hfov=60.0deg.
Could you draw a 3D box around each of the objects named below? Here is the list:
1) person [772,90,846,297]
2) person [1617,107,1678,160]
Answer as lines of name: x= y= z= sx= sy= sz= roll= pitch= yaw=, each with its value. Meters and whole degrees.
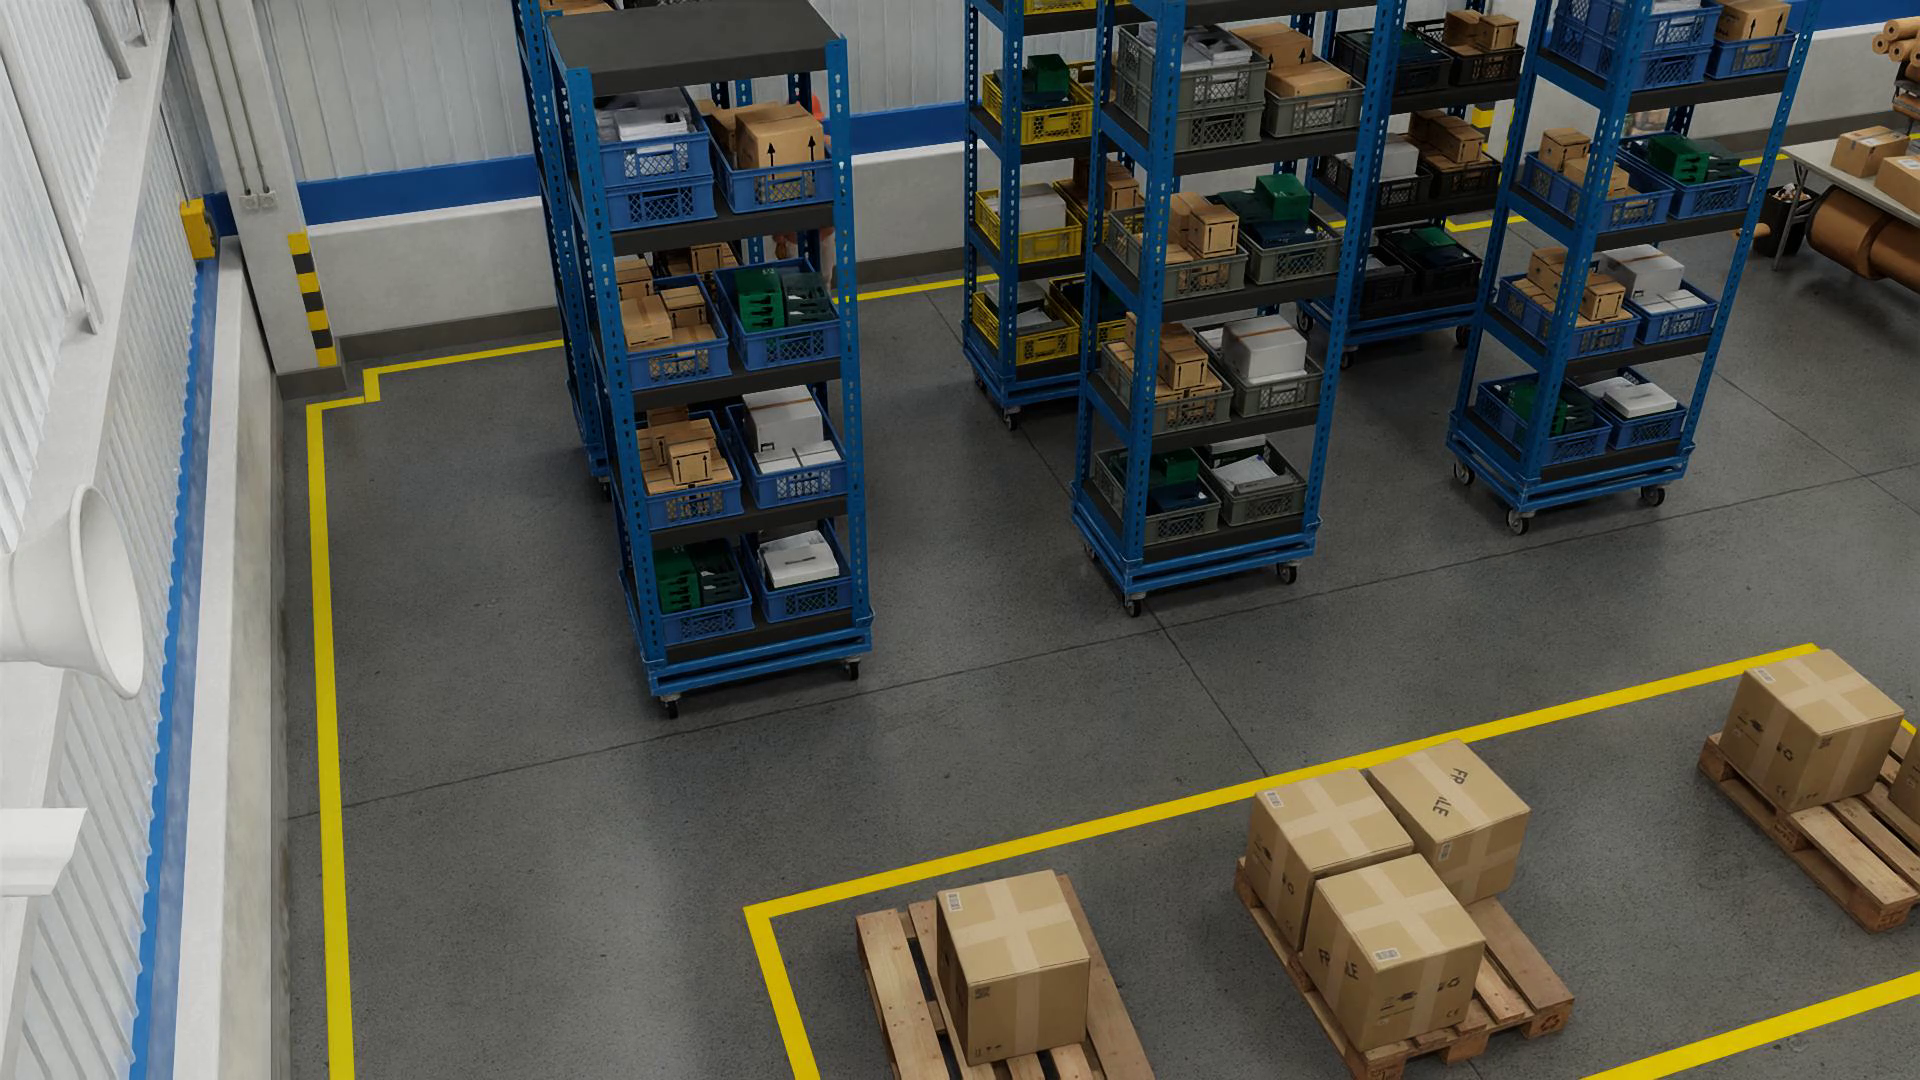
person: x=-1.057 y=-2.171 z=11.623 sx=0.612 sy=1.997 sz=0.375 roll=-27 pitch=43 yaw=-33
person: x=5.453 y=-3.140 z=13.305 sx=0.517 sy=1.636 sz=0.313 roll=-8 pitch=36 yaw=-11
